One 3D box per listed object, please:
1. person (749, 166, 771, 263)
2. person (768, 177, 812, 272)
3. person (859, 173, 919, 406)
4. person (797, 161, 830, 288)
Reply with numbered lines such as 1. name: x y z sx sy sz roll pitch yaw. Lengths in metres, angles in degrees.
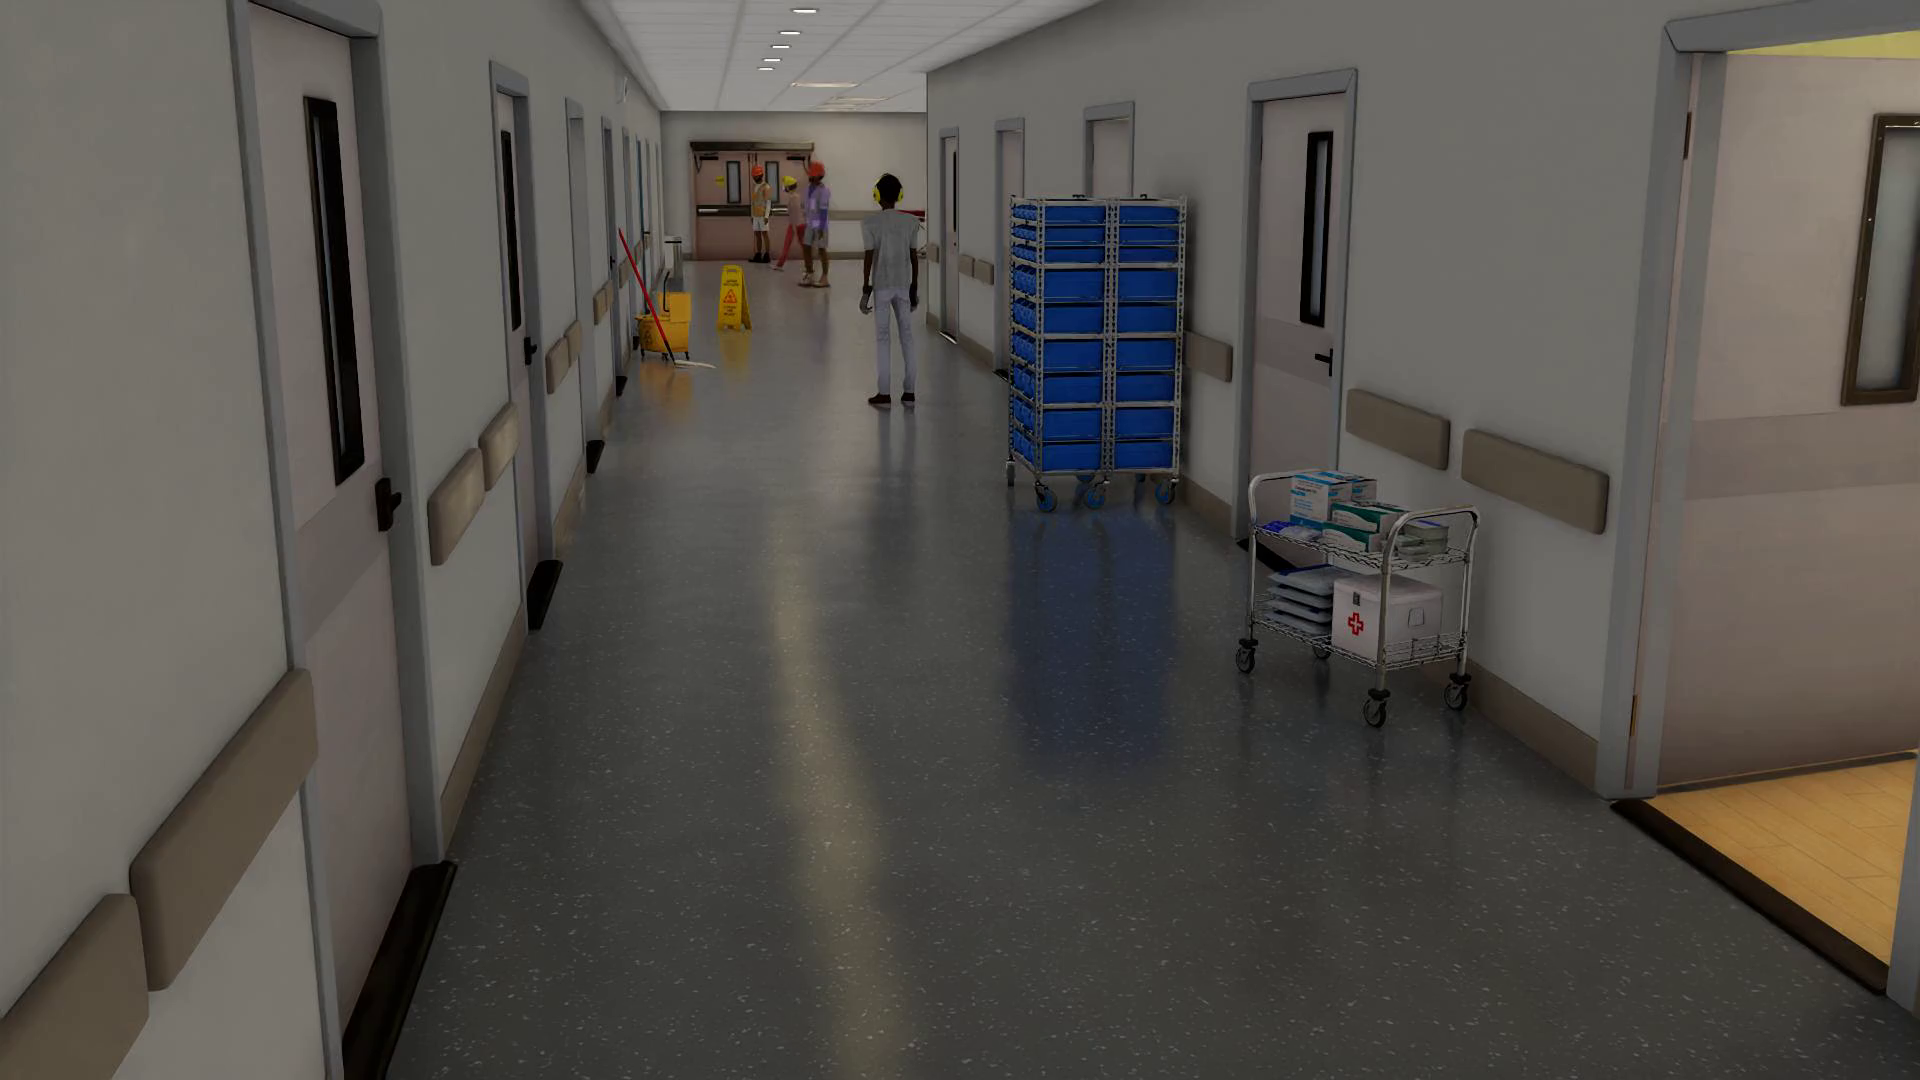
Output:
1. person: -4.030 -6.535 33.422 0.367 1.930 0.542 -12 18 -43
2. person: -3.109 -5.760 30.441 0.882 1.720 0.522 4 13 17
3. person: -0.579 -2.029 13.540 0.521 1.873 0.336 -6 14 -23
4. person: -2.296 -5.007 26.473 0.648 1.998 0.641 12 17 43
